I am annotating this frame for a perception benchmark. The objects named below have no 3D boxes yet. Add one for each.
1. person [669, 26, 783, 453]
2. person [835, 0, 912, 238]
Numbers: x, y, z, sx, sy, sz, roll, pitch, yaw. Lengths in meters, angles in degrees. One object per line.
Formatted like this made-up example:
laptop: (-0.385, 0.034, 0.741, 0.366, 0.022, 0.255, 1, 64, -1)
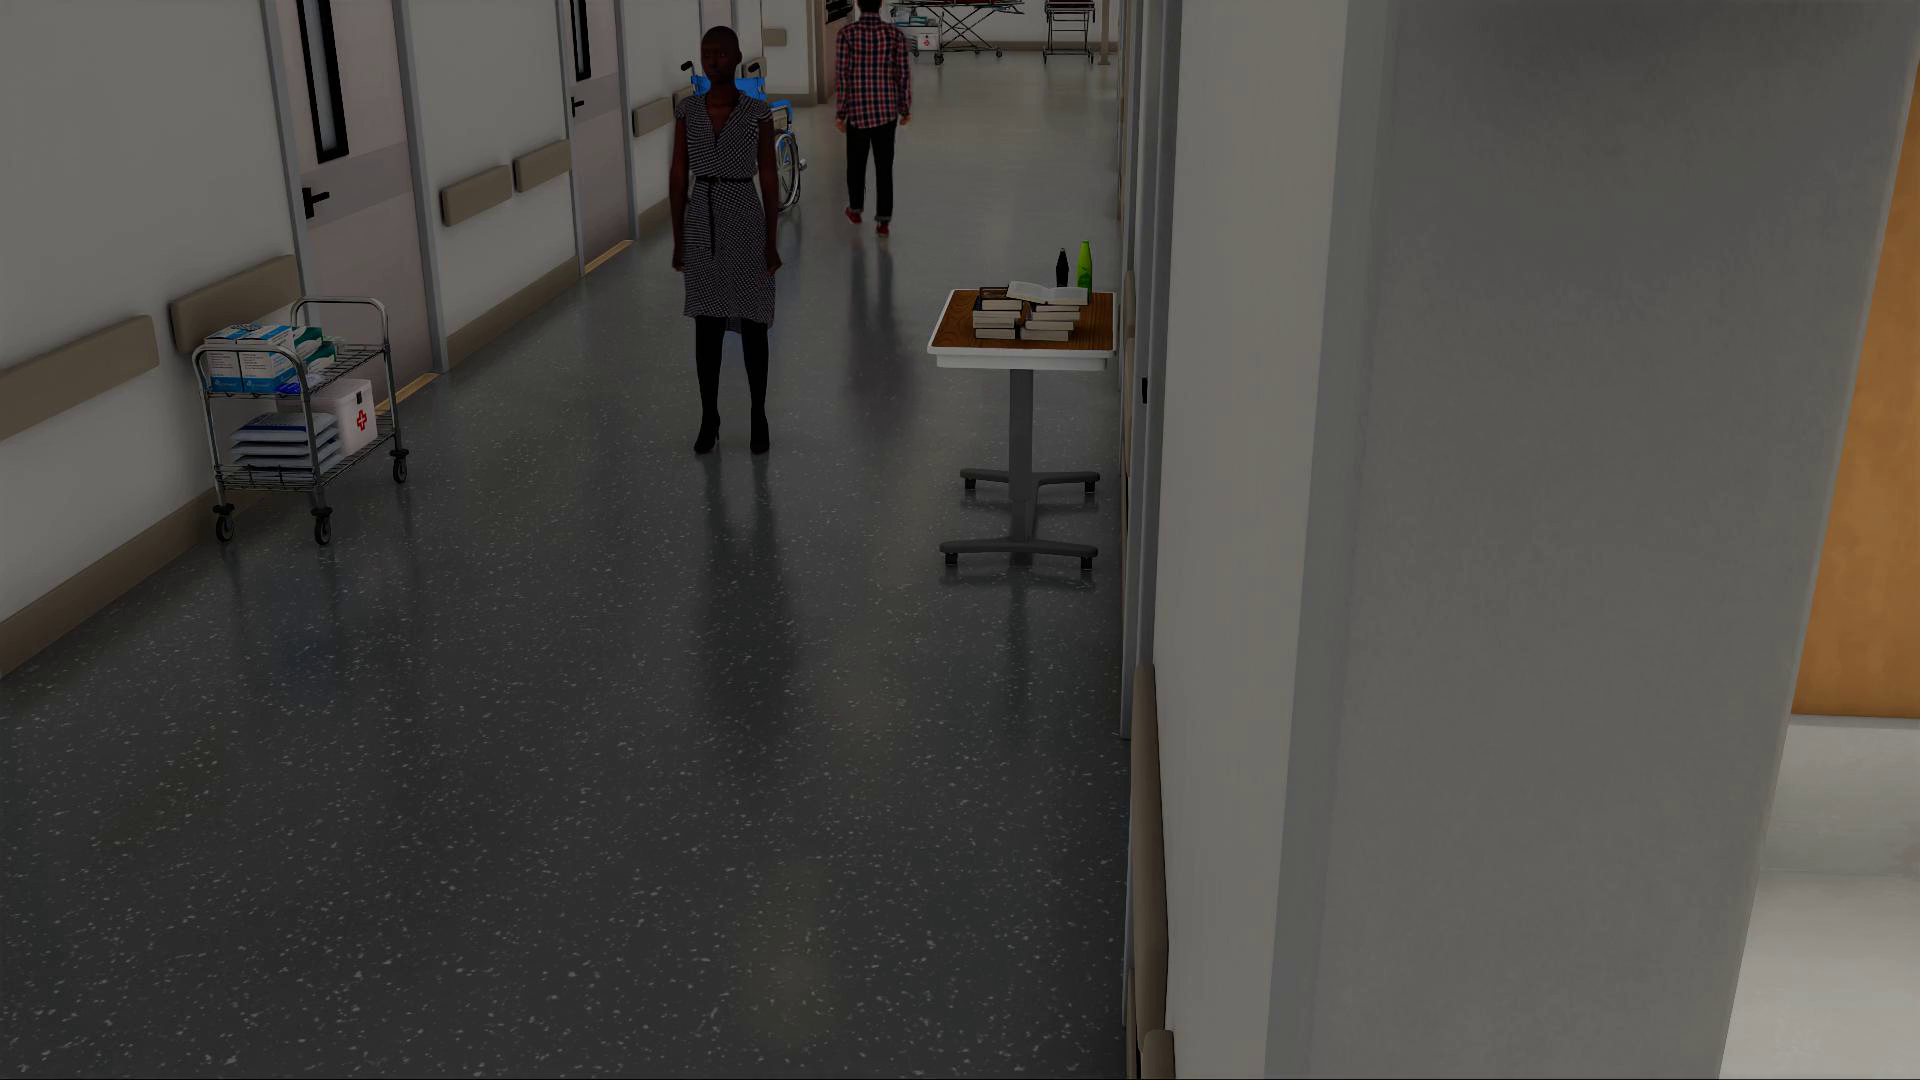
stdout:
person: (-0.986, -1.253, 7.066, 0.615, 1.788, 0.516, 1, 21, 3)
person: (-0.618, -3.017, 11.795, 0.881, 1.738, 1.093, -3, 21, -9)
